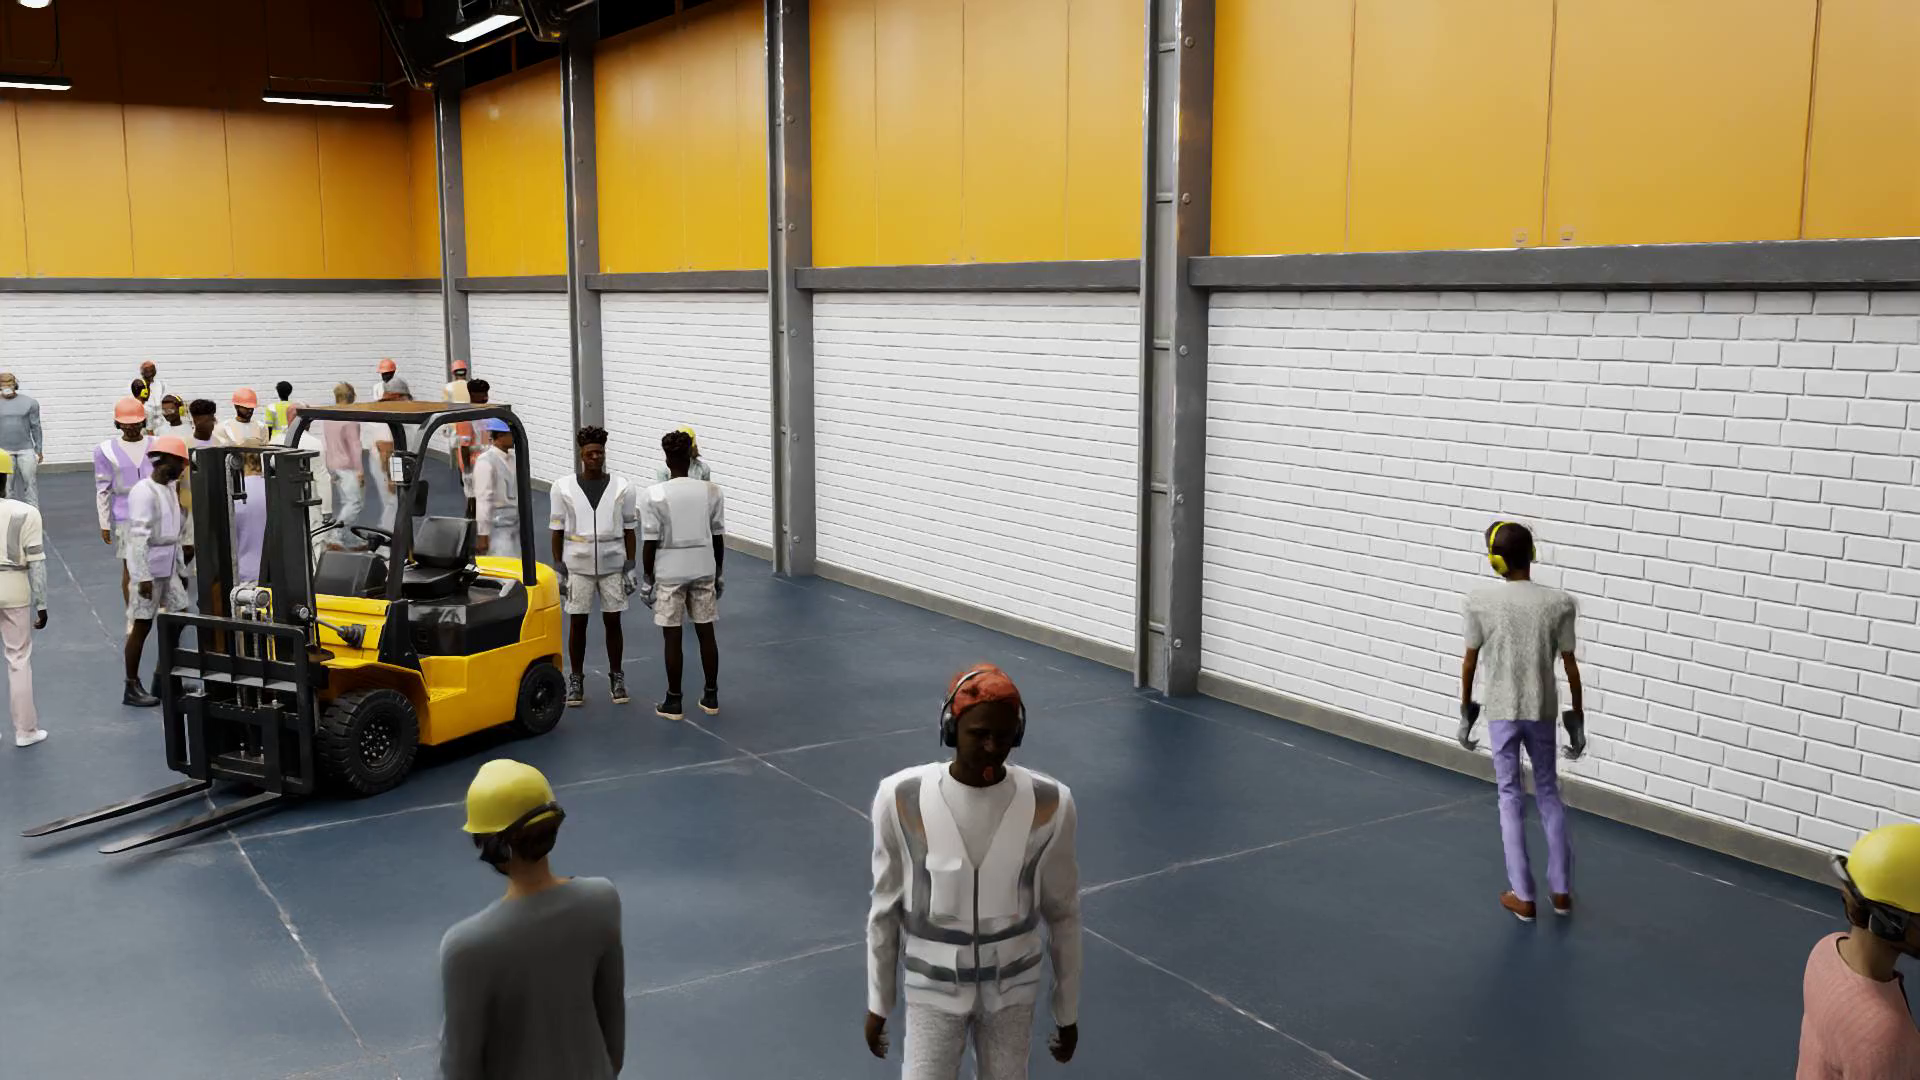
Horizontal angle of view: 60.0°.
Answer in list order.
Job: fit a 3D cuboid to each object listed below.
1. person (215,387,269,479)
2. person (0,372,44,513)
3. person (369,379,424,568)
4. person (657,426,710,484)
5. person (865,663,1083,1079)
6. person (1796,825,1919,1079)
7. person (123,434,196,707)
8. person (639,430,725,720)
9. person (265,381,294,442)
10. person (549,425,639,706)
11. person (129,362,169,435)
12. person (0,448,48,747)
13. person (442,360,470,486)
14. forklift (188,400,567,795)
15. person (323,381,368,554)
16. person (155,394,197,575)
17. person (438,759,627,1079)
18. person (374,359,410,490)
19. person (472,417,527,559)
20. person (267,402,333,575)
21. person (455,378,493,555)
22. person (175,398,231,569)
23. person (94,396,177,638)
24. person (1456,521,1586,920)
[{"bbox_3d":[-7.322,-0.607,17.081,0.390,1.925,0.550,8,12,44],"label":"person"},{"bbox_3d":[-11.534,-1.079,20.274,0.641,1.928,0.386,-5,10,-31],"label":"person"},{"bbox_3d":[-5.848,-0.694,17.280,0.534,2.000,0.787,-1,9,-10],"label":"person"},{"bbox_3d":[-2.382,-0.124,14.463,0.487,1.735,0.322,-4,10,-28],"label":"person"},{"bbox_3d":[0.040,1.263,4.634,0.611,1.873,0.445,-1,8,-5],"label":"person"},{"bbox_3d":[1.989,1.470,3.675,0.342,1.754,0.531,2,9,16],"label":"person"},{"bbox_3d":[-5.634,0.214,11.639,0.458,1.902,0.593,1,8,4],"label":"person"},{"bbox_3d":[-1.878,0.236,11.272,0.608,1.963,0.370,-5,10,-30],"label":"person"},{"bbox_3d":[-9.157,-1.314,22.612,0.578,1.700,0.349,-5,10,-29],"label":"person"},{"bbox_3d":[-2.554,0.180,11.642,0.606,1.966,0.367,-2,9,-16],"label":"person"},{"bbox_3d":[-12.207,-1.775,25.245,0.956,1.839,0.581,6,10,36],"label":"person"},{"bbox_3d":[-6.100,0.367,10.559,0.581,1.918,0.399,-2,9,-13],"label":"person"},{"bbox_3d":[-7.309,-1.695,24.491,0.650,1.900,0.518,-3,9,-19],"label":"person"},{"bbox_3d":[-3.529,0.258,10.348,1.214,2.155,2.313,4,9,25],"label":"forklift"},{"bbox_3d":[-6.707,-0.770,18.181,0.540,1.934,0.649,-8,12,-44],"label":"person"},{"bbox_3d":[-7.964,-0.561,17.007,0.510,1.861,0.324,1,8,4],"label":"person"},{"bbox_3d":[-1.051,1.404,4.121,0.385,1.750,0.534,7,11,40],"label":"person"},{"bbox_3d":[-8.294,-1.675,24.244,0.551,1.933,0.376,1,9,8],"label":"person"},{"bbox_3d":[-3.729,-0.092,13.605,0.432,1.923,0.646,2,9,12],"label":"person"},{"bbox_3d":[-5.923,-0.295,15.047,0.643,1.908,0.411,3,9,22],"label":"person"},{"bbox_3d":[-5.325,-0.810,18.371,0.388,1.953,0.612,1,9,9],"label":"person"},{"bbox_3d":[-6.777,-0.288,14.854,0.566,1.961,0.683,5,10,29],"label":"person"},{"bbox_3d":[-6.880,-0.190,13.943,0.612,2.029,0.407,-6,10,-34],"label":"person"},{"bbox_3d":[2.592,0.832,7.696,0.562,1.836,0.407,1,9,10],"label":"person"}]
